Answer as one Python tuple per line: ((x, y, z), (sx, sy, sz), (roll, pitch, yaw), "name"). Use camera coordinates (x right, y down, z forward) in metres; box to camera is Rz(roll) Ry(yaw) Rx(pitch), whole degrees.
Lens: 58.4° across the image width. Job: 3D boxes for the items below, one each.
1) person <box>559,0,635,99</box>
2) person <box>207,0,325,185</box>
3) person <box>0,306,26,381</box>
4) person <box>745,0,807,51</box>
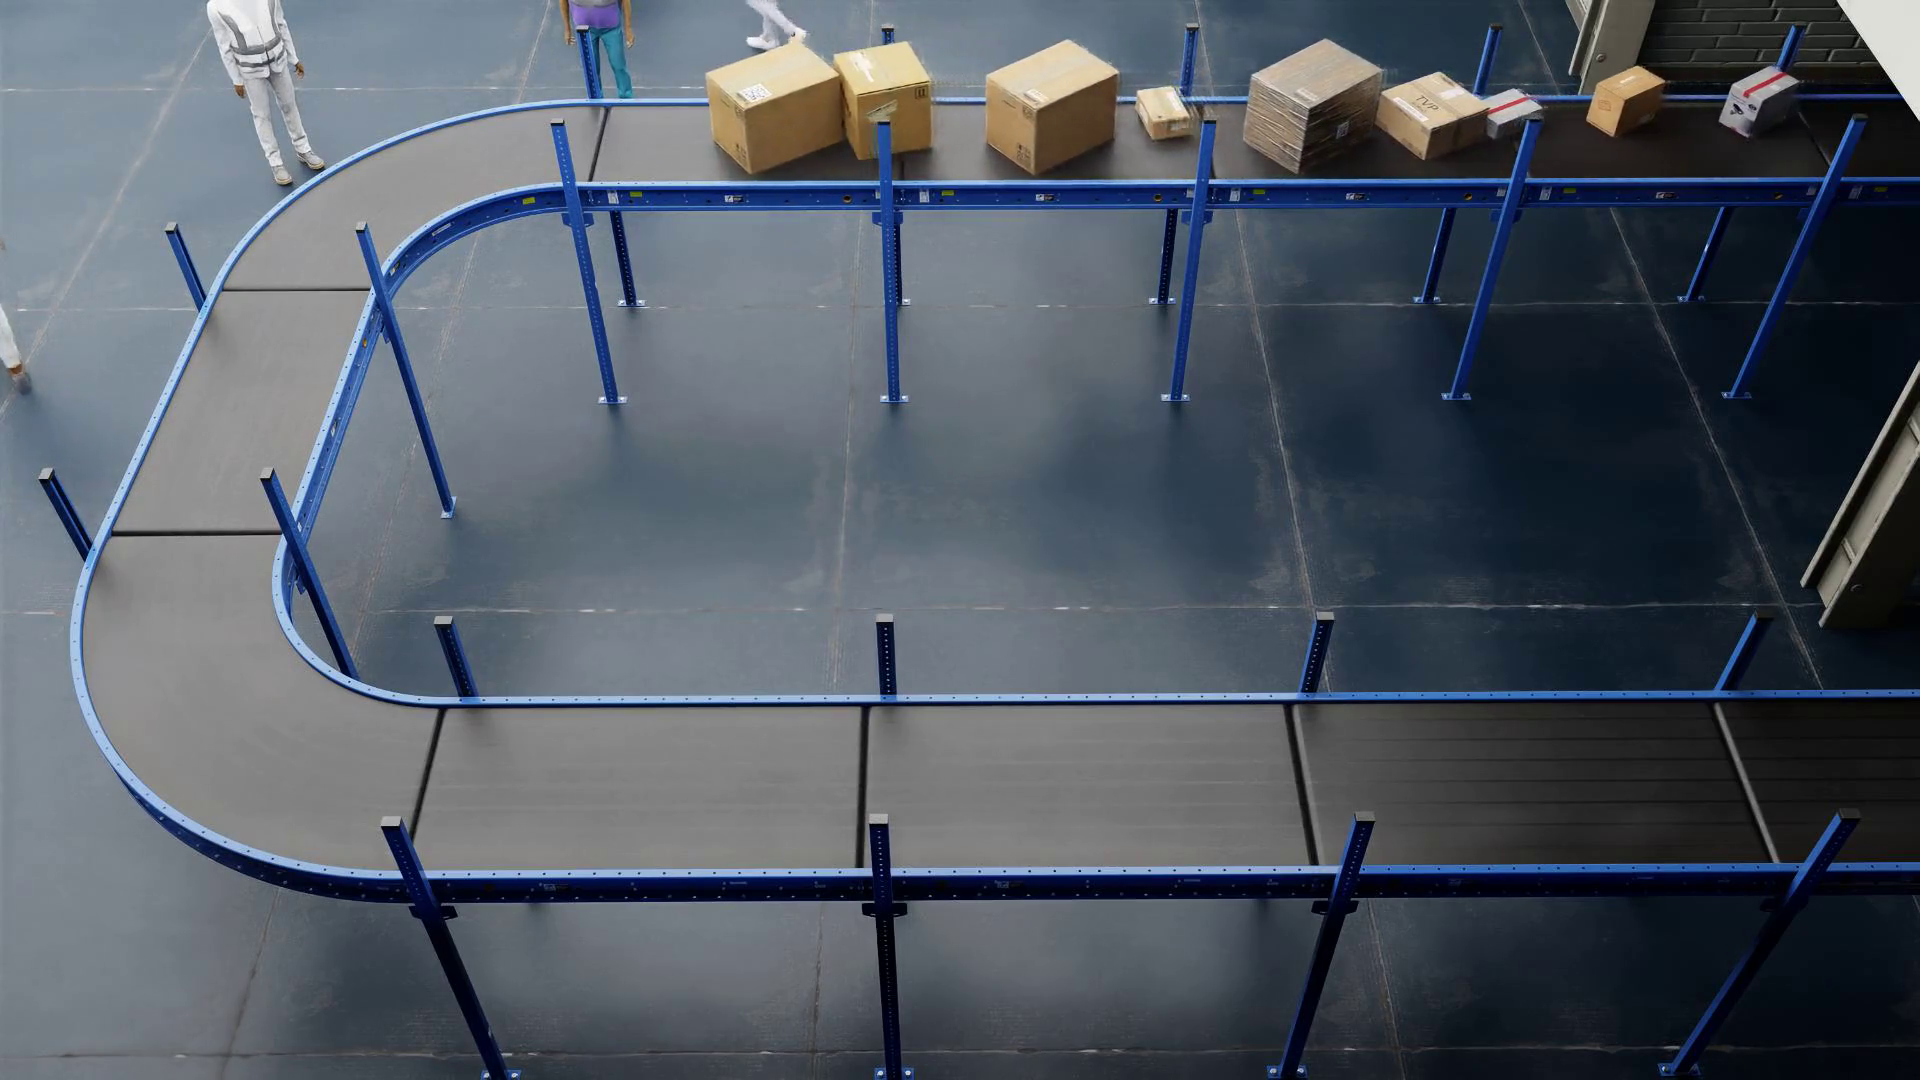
((-2.928, -4.175, 13.914), (0.571, 1.842, 0.382), (-1, 47, -1), "person")
((-5.440, -3.696, 13.440), (0.573, 1.883, 0.354), (-35, 56, -28), "person")
((-6.978, -1.998, 11.856), (0.638, 1.897, 1.007), (-21, 50, -18), "person")
((-1.641, -4.974, 14.654), (0.565, 1.852, 0.526), (17, 49, 15), "person")
